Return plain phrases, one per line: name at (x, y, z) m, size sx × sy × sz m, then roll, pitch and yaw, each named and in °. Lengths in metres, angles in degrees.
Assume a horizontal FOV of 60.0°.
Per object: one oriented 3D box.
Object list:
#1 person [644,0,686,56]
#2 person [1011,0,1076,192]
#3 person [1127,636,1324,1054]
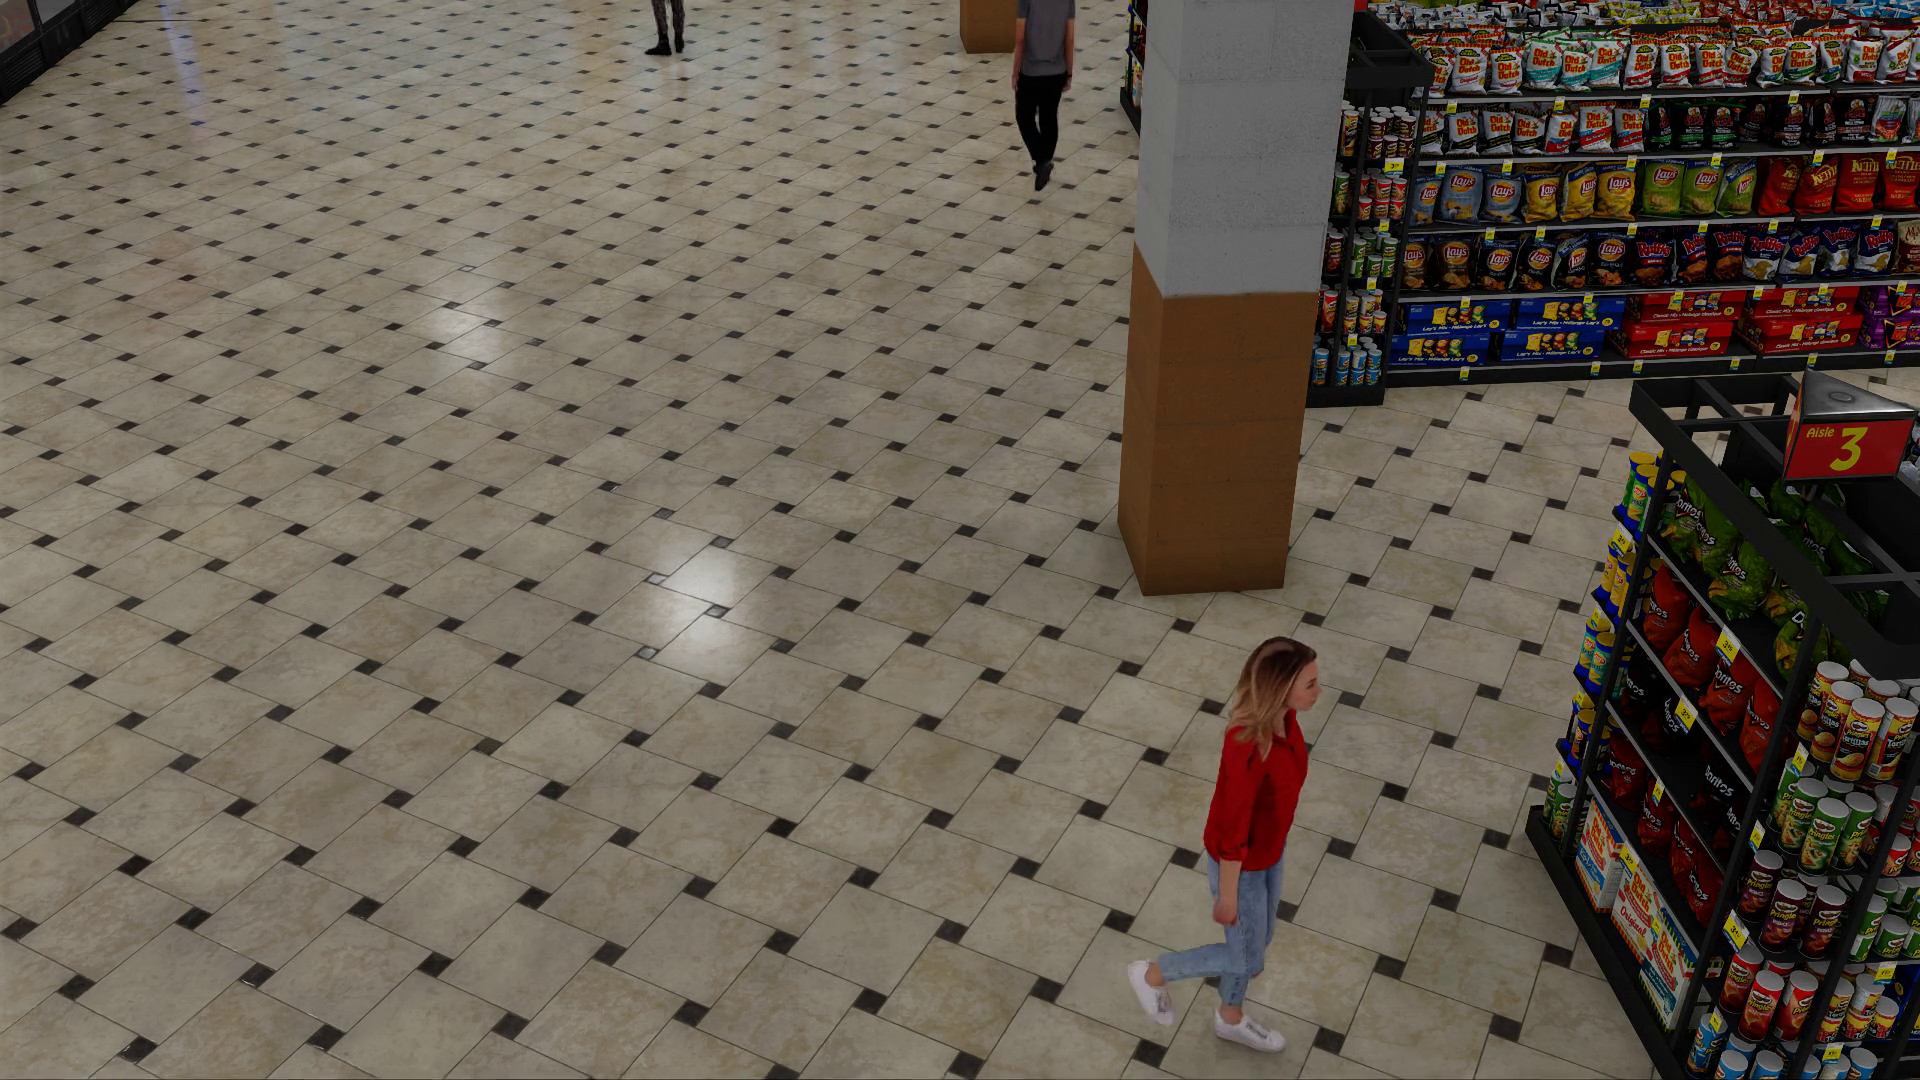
person at (-2.782, -5.414, 15.565) m, size 0.659 × 1.704 × 0.830 m, roll -22°, pitch 38°, yaw -31°
person at (0.630, -3.446, 12.378) m, size 0.937 × 1.729 × 0.793 m, roll -8°, pitch 33°, yaw -13°
person at (0.836, 0.988, 5.285) m, size 0.906 × 1.693 × 0.811 m, roll 12°, pitch 34°, yaw 19°
